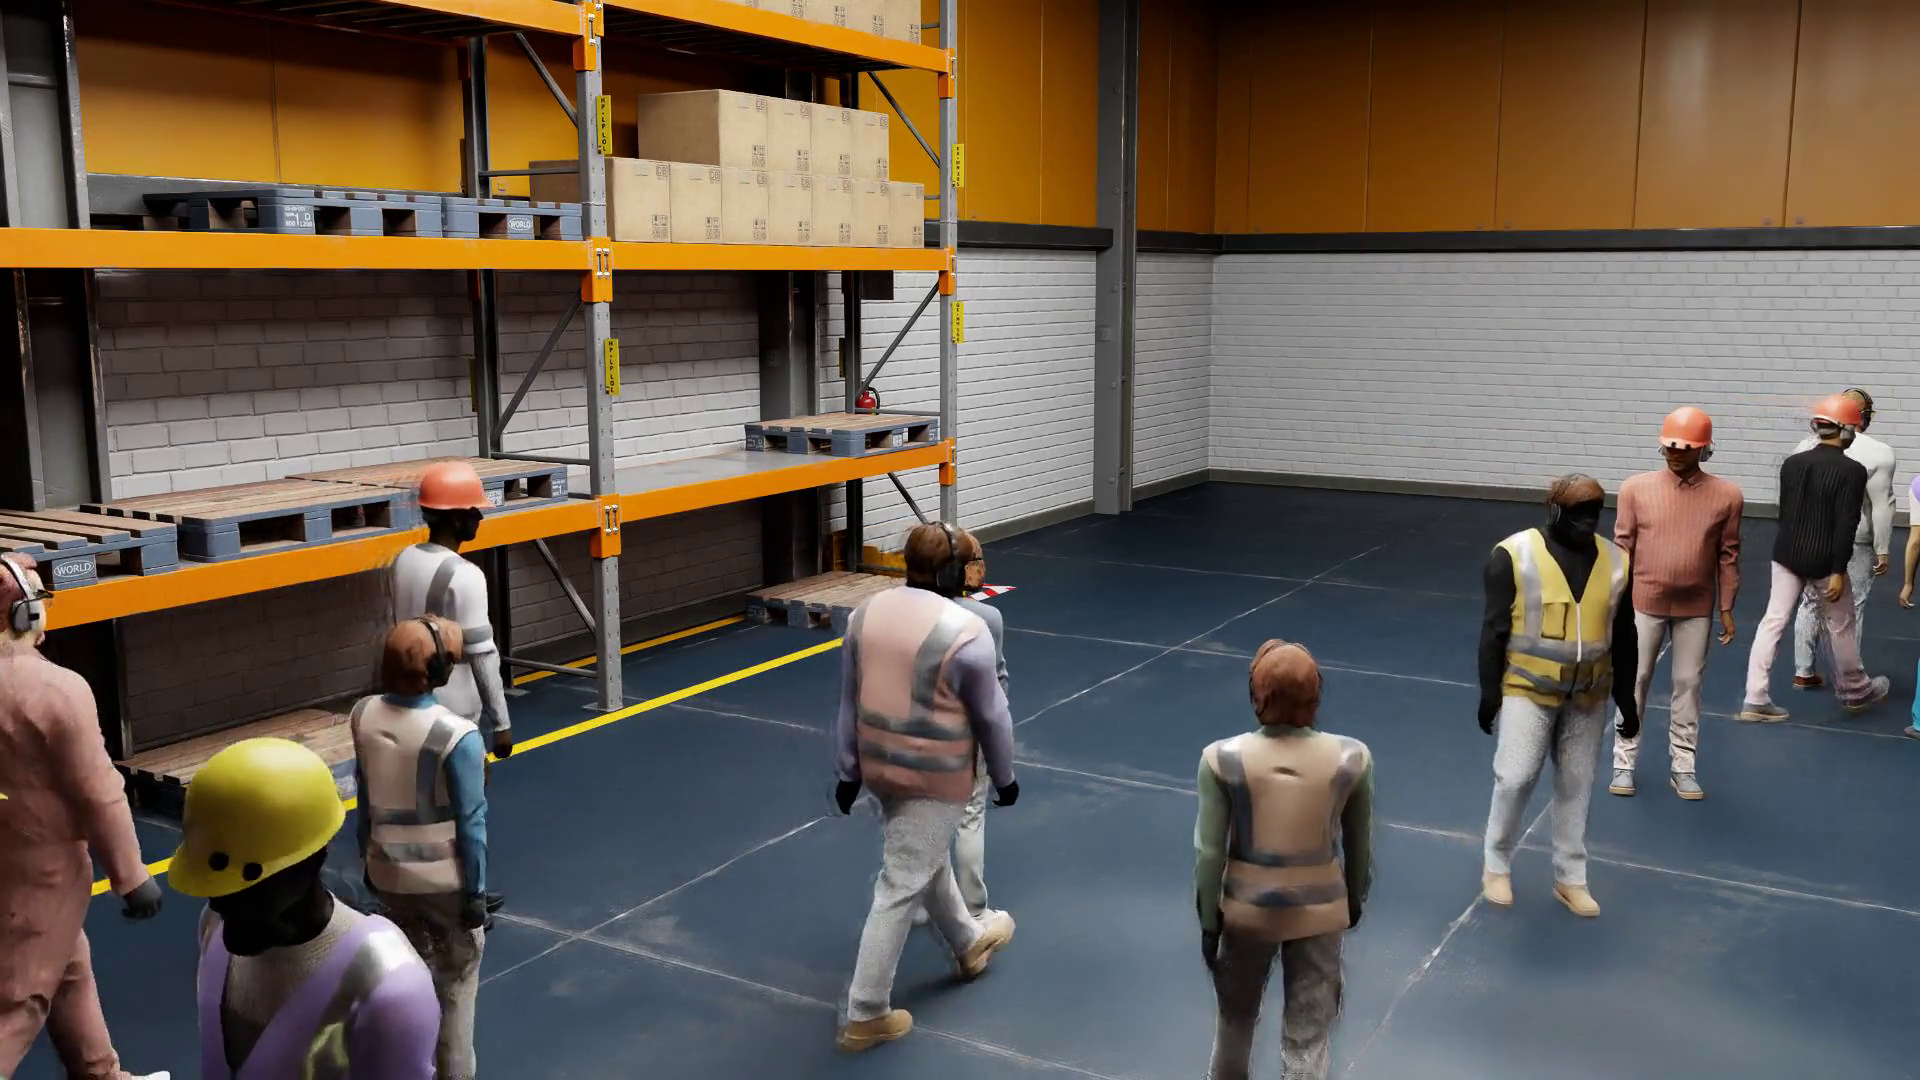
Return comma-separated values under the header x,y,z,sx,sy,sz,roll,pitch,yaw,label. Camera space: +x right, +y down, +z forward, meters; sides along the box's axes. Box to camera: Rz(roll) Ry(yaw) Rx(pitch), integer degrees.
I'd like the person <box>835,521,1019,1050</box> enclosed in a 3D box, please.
x,y,z,sx,sy,sz,roll,pitch,yaw,label
-0.070,0.823,5.864,0.980,1.786,0.634,-8,12,-42,person

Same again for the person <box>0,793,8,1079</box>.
x,y,z,sx,sy,sz,roll,pitch,yaw,label
-2.044,1.243,3.392,0.449,1.725,0.502,-5,10,-29,person

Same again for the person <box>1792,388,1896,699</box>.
x,y,z,sx,sy,sz,roll,pitch,yaw,label
5.514,0.019,10.420,0.355,1.938,0.637,-6,11,-34,person

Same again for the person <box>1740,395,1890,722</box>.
x,y,z,sx,sy,sz,roll,pitch,yaw,label
5.094,0.114,9.834,1.060,1.927,0.625,-4,10,-22,person

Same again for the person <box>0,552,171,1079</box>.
x,y,z,sx,sy,sz,roll,pitch,yaw,label
-2.726,0.967,4.771,0.645,1.860,1.007,4,10,25,person

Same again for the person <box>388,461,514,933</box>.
x,y,z,sx,sy,sz,roll,pitch,yaw,label
-1.959,0.639,6.611,0.565,1.914,0.585,9,13,44,person

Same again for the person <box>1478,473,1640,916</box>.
x,y,z,sx,sy,sz,roll,pitch,yaw,label
2.481,0.632,6.910,0.650,1.841,0.429,-1,9,-4,person

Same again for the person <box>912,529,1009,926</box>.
x,y,z,sx,sy,sz,roll,pitch,yaw,label
-0.029,0.765,6.715,0.507,1.632,0.268,6,11,31,person

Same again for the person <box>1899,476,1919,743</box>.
x,y,z,sx,sy,sz,roll,pitch,yaw,label
5.571,0.252,9.278,0.563,1.838,0.389,3,10,21,person

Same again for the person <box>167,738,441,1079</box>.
x,y,z,sx,sy,sz,roll,pitch,yaw,label
-1.138,1.243,2.894,0.617,1.897,0.446,6,11,34,person

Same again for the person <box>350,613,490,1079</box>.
x,y,z,sx,sy,sz,roll,pitch,yaw,label
-1.663,1.034,5.071,0.524,1.619,0.454,4,10,26,person

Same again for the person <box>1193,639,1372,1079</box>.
x,y,z,sx,sy,sz,roll,pitch,yaw,label
0.931,1.075,4.853,0.521,1.602,0.805,1,9,5,person

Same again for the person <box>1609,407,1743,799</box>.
x,y,z,sx,sy,sz,roll,pitch,yaw,label
3.593,0.320,8.382,0.610,1.989,0.392,2,9,14,person
